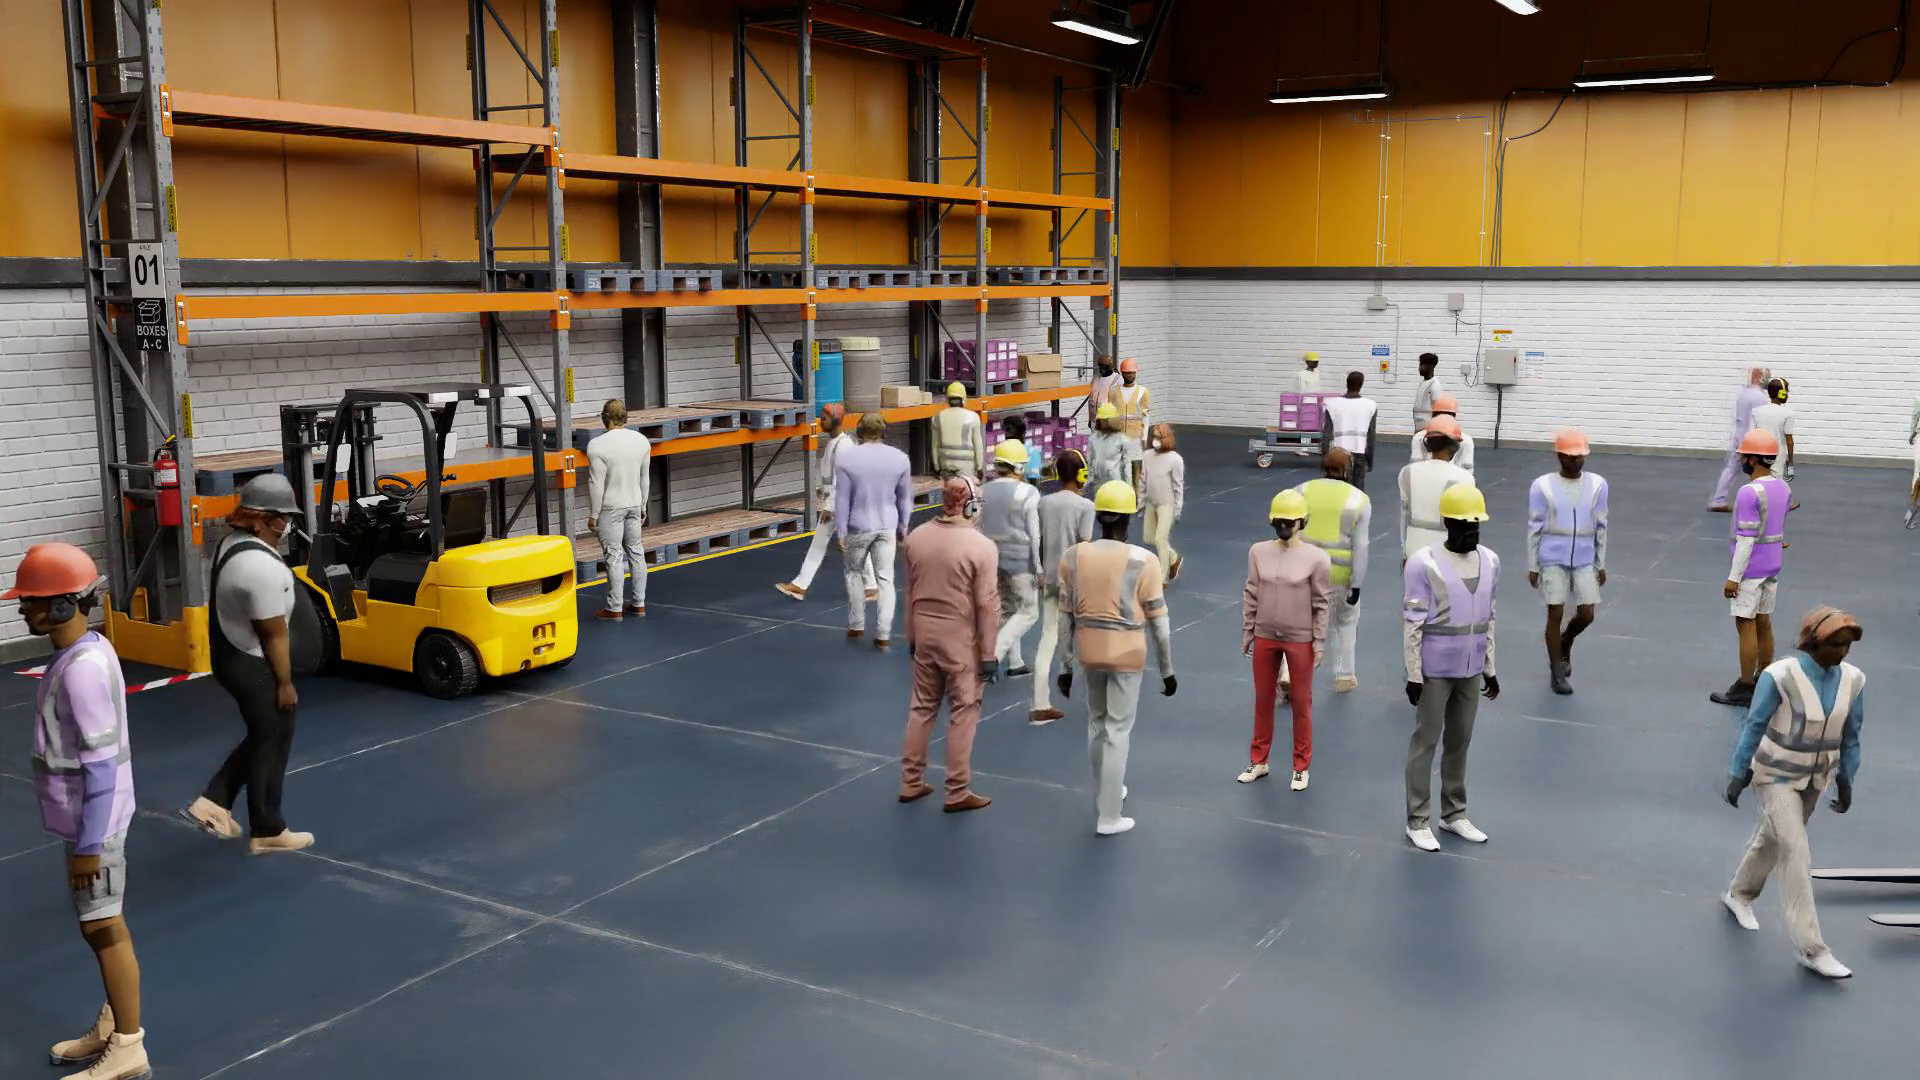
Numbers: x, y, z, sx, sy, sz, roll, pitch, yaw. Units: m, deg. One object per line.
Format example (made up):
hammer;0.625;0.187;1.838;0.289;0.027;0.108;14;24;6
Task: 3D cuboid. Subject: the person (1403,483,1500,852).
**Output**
person;2.587;0.657;8.728;0.586;1.927;0.369;-4;10;-24

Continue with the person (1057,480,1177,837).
person;0.858;0.625;9.030;0.607;1.920;0.573;6;11;33

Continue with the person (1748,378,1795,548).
person;8.905;-0.840;18.268;0.314;1.864;0.532;-6;11;-35

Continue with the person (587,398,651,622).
person;-2.964;-0.261;14.427;0.372;1.940;0.632;8;12;40

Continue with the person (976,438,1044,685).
person;0.335;0.170;12.121;0.608;1.815;0.641;9;13;44

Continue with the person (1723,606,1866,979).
person;3.673;1.050;7.338;0.548;1.580;0.870;-2;9;-15

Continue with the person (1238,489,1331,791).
person;1.892;0.579;9.722;0.522;1.768;0.313;5;11;30

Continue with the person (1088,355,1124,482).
person;2.084;-1.729;23.900;0.625;1.841;0.429;8;12;40

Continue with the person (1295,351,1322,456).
person;5.803;-2.226;27.296;0.546;1.742;0.684;-8;12;-40

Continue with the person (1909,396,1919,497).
person;13.027;-1.364;22.291;0.547;1.606;0.757;6;11;33

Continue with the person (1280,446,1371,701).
person;2.573;0.238;11.747;0.622;1.811;0.902;6;11;31

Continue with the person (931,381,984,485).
person;-0.042;-0.852;18.475;0.609;1.816;0.608;4;10;23

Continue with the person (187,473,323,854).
person;-3.576;0.633;8.524;0.602;2.000;0.692;-6;11;-31

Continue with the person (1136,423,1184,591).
person;1.950;-0.319;15.776;0.544;1.613;0.514;-8;12;-40

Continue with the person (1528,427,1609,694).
person;4.361;0.138;11.970;0.571;1.925;0.497;1;9;4

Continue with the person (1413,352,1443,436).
person;6.226;-1.525;22.222;0.367;1.967;0.606;-1;9;-4

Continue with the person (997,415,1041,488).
person;0.532;-0.370;15.981;0.541;1.646;0.868;6;11;34

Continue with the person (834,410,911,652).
person;-0.719;-0.086;13.402;0.656;1.910;0.738;-3;10;-18

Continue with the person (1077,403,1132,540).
person;1.435;-0.521;16.789;0.504;1.699;0.878;8;12;40

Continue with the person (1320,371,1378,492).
person;4.393;-0.966;18.993;0.712;1.890;0.393;1;9;7

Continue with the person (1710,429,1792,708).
person;5.505;0.196;11.574;0.542;1.938;0.358;-7;12;-38

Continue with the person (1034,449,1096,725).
person;0.791;0.299;11.267;0.551;1.824;0.918;8;12;40

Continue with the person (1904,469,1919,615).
person;8.805;-0.268;14.859;0.990;1.825;0.524;-7;12;-39

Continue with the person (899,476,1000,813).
person;-0.052;0.581;9.369;0.654;1.884;0.445;7;12;39

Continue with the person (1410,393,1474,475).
person;4.403;-0.385;15.244;0.581;1.918;0.539;3;10;17

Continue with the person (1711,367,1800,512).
person;9.968;-1.240;20.819;1.009;1.841;0.662;1;9;5

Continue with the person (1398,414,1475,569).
person;3.396;0.106;11.909;0.495;2.015;0.606;-8;12;-43

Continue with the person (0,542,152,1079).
person;-3.229;1.022;6.119;0.415;2.046;0.616;-5;10;-30

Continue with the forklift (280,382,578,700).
forklift;-3.974;-0.067;12.417;2.313;2.155;1.214;5;11;30

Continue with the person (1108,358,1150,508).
person;2.128;-1.343;21.170;0.551;1.940;0.349;2;9;13

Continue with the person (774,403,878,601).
person;-1.177;-0.325;15.144;0.990;1.827;0.583;-3;10;-20
